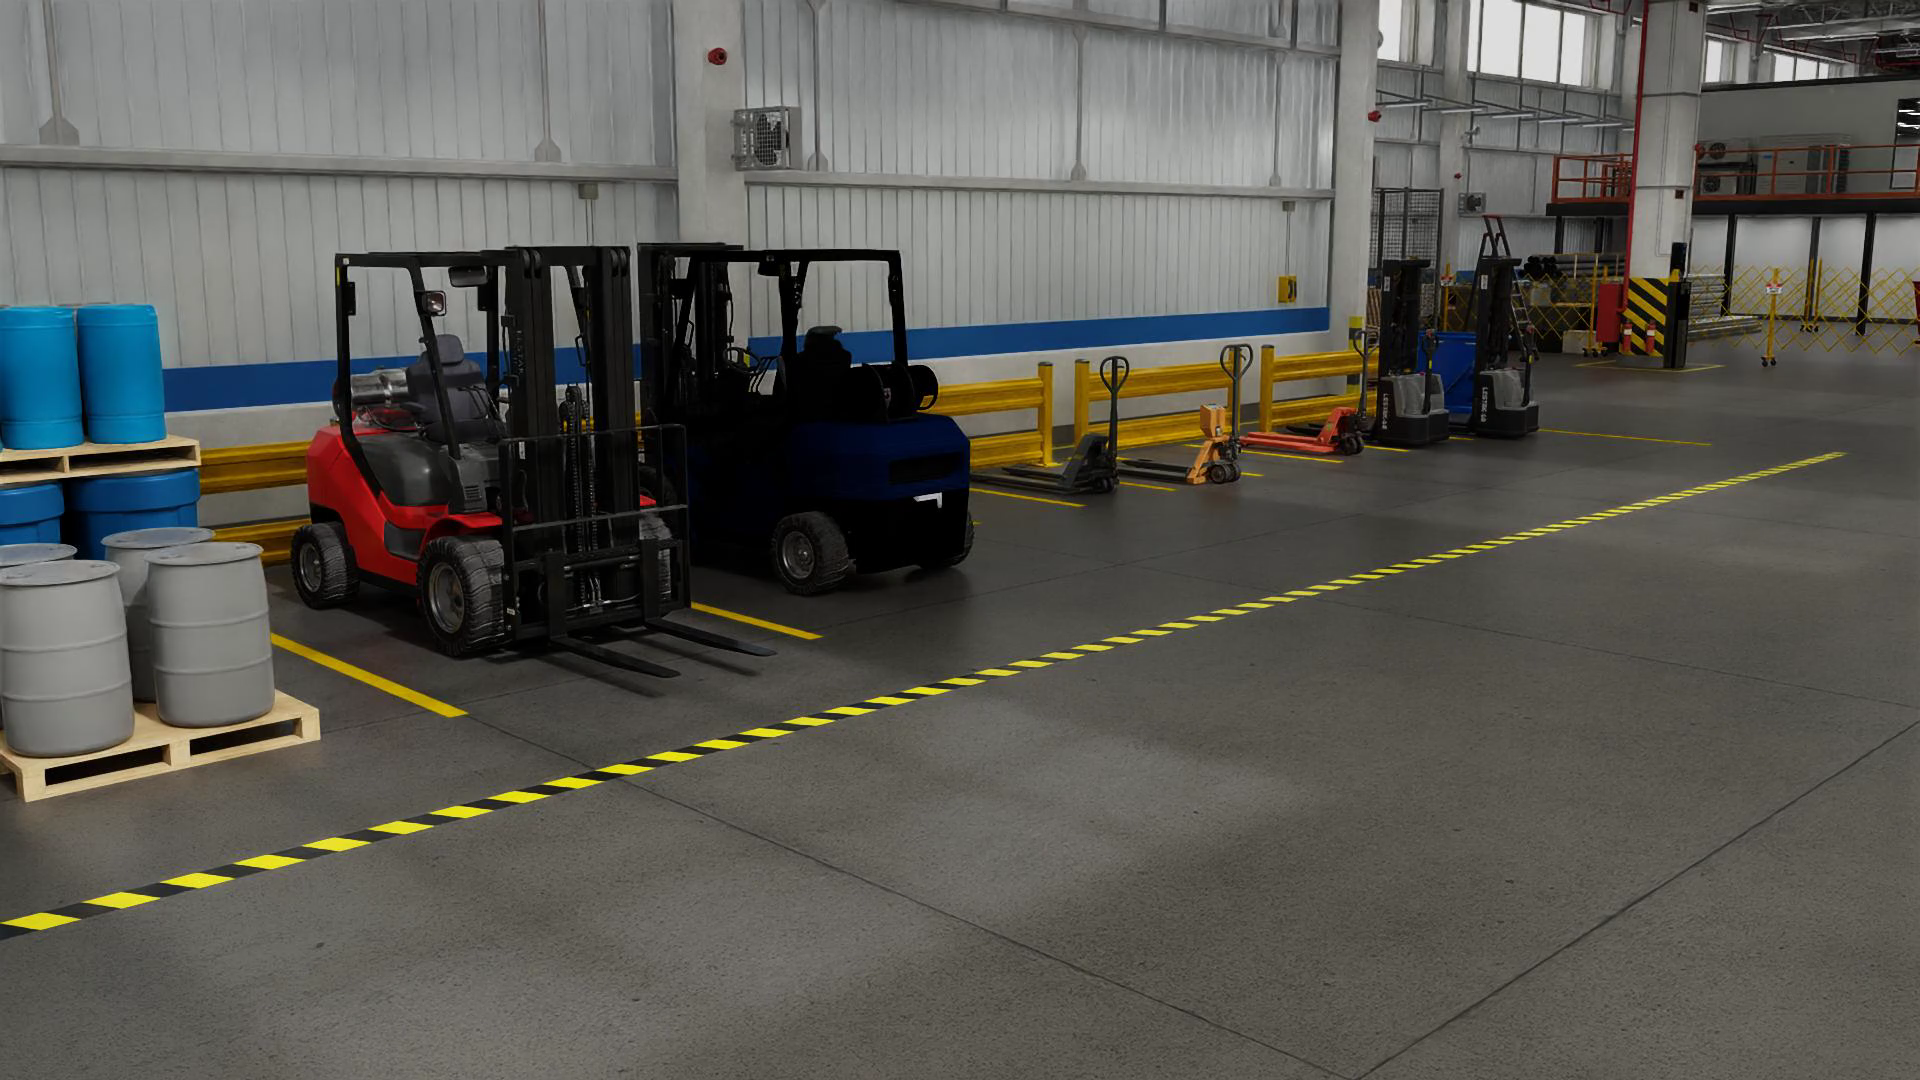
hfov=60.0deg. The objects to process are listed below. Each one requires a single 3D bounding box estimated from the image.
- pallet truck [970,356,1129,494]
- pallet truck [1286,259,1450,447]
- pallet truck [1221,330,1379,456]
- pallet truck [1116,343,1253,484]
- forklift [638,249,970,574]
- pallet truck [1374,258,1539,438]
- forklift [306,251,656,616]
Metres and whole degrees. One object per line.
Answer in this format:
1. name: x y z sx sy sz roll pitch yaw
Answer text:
1. pallet truck: 0.784 -1.085 14.876 0.680 1.201 1.601 -10 14 -44
2. pallet truck: 4.493 -2.078 18.196 0.823 1.965 1.885 -9 14 -40
3. pallet truck: 3.563 -1.581 17.381 0.653 1.274 1.630 -10 14 -44
4. pallet truck: 1.962 -1.215 15.415 1.522 1.261 0.704 10 14 43
5. forklift: -1.173 -0.958 11.239 2.680 1.987 1.157 10 14 43
6. pallet truck: 5.704 -2.208 18.901 1.885 1.965 0.823 10 14 43
7. forklift: -2.833 -0.669 9.694 1.157 1.987 2.680 -10 14 -44
